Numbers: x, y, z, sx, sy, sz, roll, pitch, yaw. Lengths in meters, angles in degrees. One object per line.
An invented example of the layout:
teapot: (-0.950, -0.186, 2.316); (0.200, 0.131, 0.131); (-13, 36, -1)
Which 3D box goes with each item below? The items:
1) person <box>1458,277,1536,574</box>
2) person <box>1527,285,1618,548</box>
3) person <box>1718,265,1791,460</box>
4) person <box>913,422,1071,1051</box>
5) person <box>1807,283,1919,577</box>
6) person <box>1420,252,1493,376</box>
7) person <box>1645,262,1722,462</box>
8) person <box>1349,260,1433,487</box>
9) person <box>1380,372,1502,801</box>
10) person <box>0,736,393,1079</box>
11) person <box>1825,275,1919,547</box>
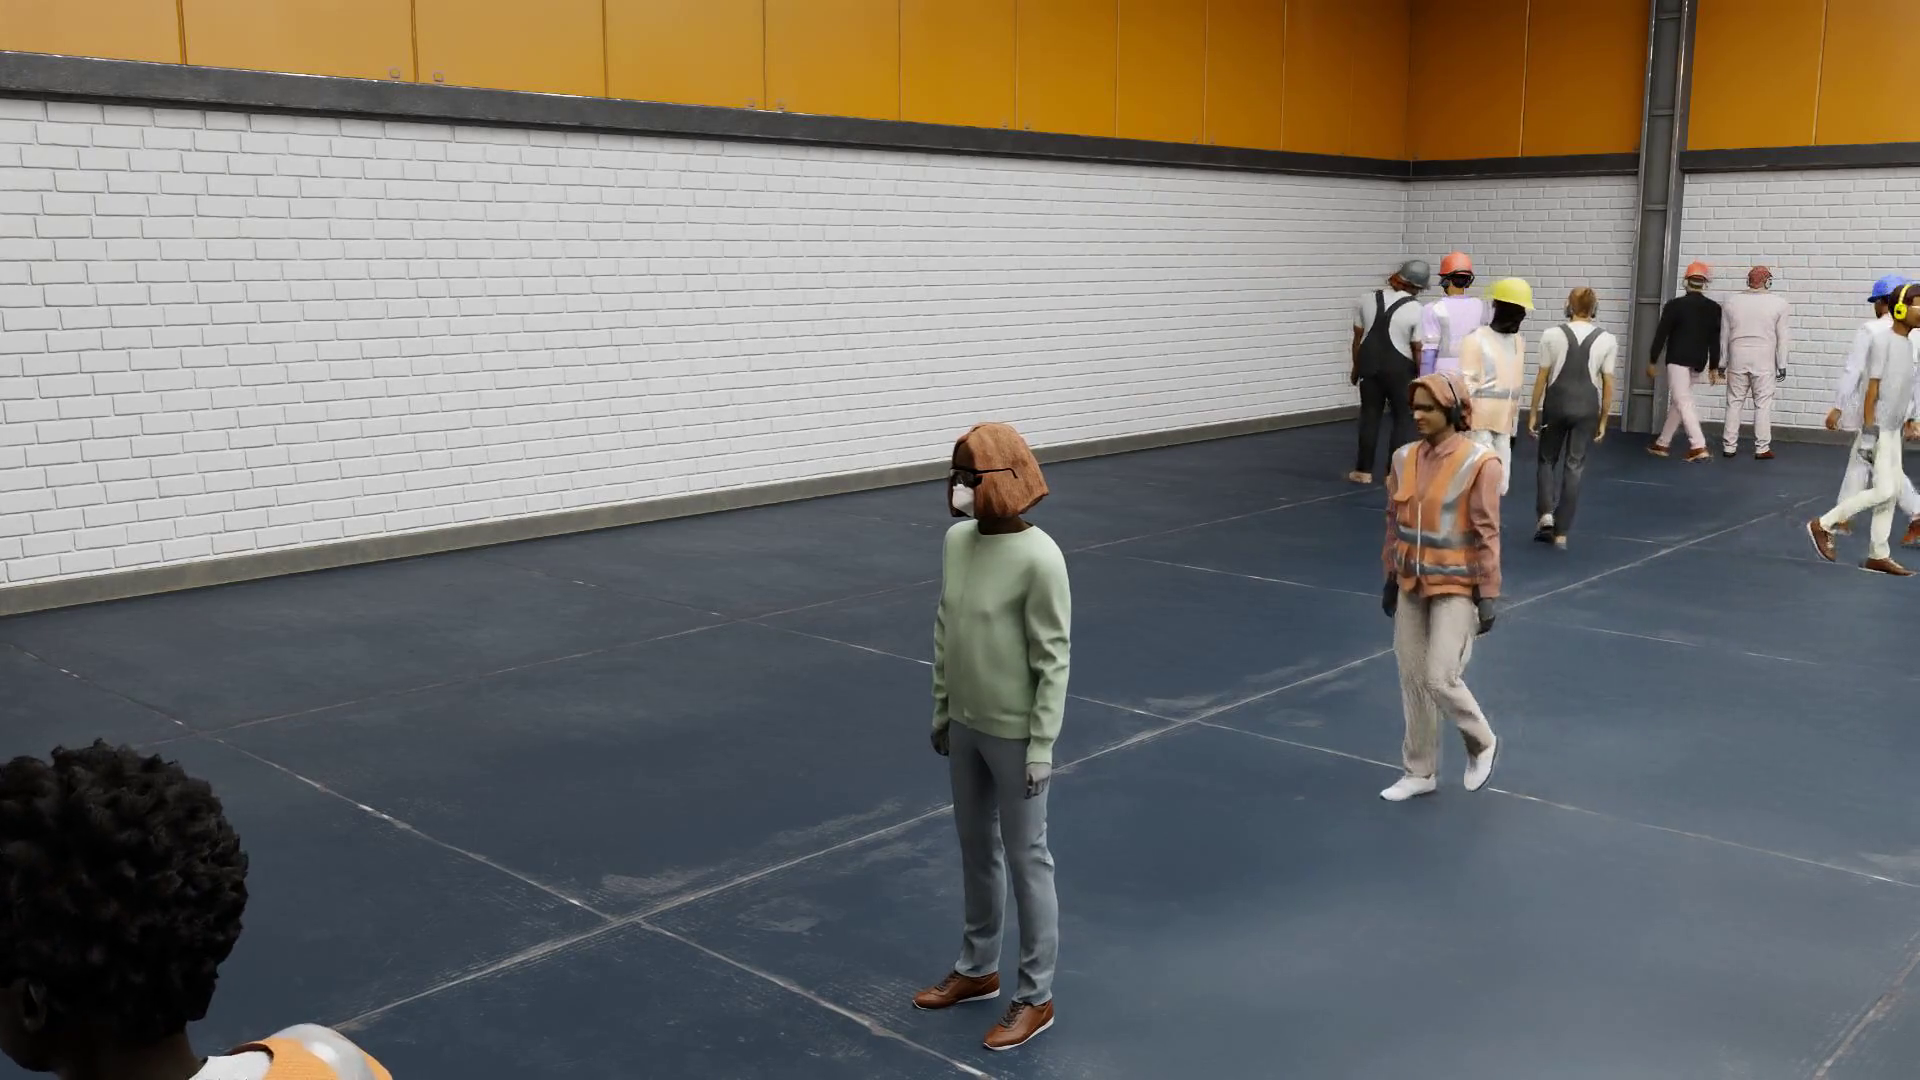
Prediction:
person: (3.361, -0.755, 10.796); (0.619, 1.898, 0.650); (-7, 12, -35)
person: (4.226, -0.846, 11.526); (0.555, 1.818, 0.400); (3, 10, 14)
person: (7.835, -1.751, 16.432); (0.649, 1.906, 0.401); (8, 12, 37)
person: (0.088, 0.504, 4.371); (0.279, 1.633, 0.501); (-7, 12, -36)
person: (5.827, -0.699, 10.586); (0.544, 1.856, 0.543); (-8, 13, -39)
person: (3.853, -1.226, 13.054); (0.609, 2.044, 0.394); (-3, 10, -14)
person: (7.116, -1.744, 16.305); (0.616, 1.939, 1.009); (-3, 10, -16)
person: (3.773, -1.496, 14.601); (0.534, 2.000, 0.796); (-9, 14, -43)
person: (1.775, 0.190, 6.171); (0.395, 1.623, 0.539); (-6, 12, -30)
person: (-0.643, 0.995, 1.417); (0.321, 1.691, 0.530); (3, 10, 15)
person: (6.579, -0.919, 11.743); (0.613, 1.896, 0.990); (-5, 11, -26)
